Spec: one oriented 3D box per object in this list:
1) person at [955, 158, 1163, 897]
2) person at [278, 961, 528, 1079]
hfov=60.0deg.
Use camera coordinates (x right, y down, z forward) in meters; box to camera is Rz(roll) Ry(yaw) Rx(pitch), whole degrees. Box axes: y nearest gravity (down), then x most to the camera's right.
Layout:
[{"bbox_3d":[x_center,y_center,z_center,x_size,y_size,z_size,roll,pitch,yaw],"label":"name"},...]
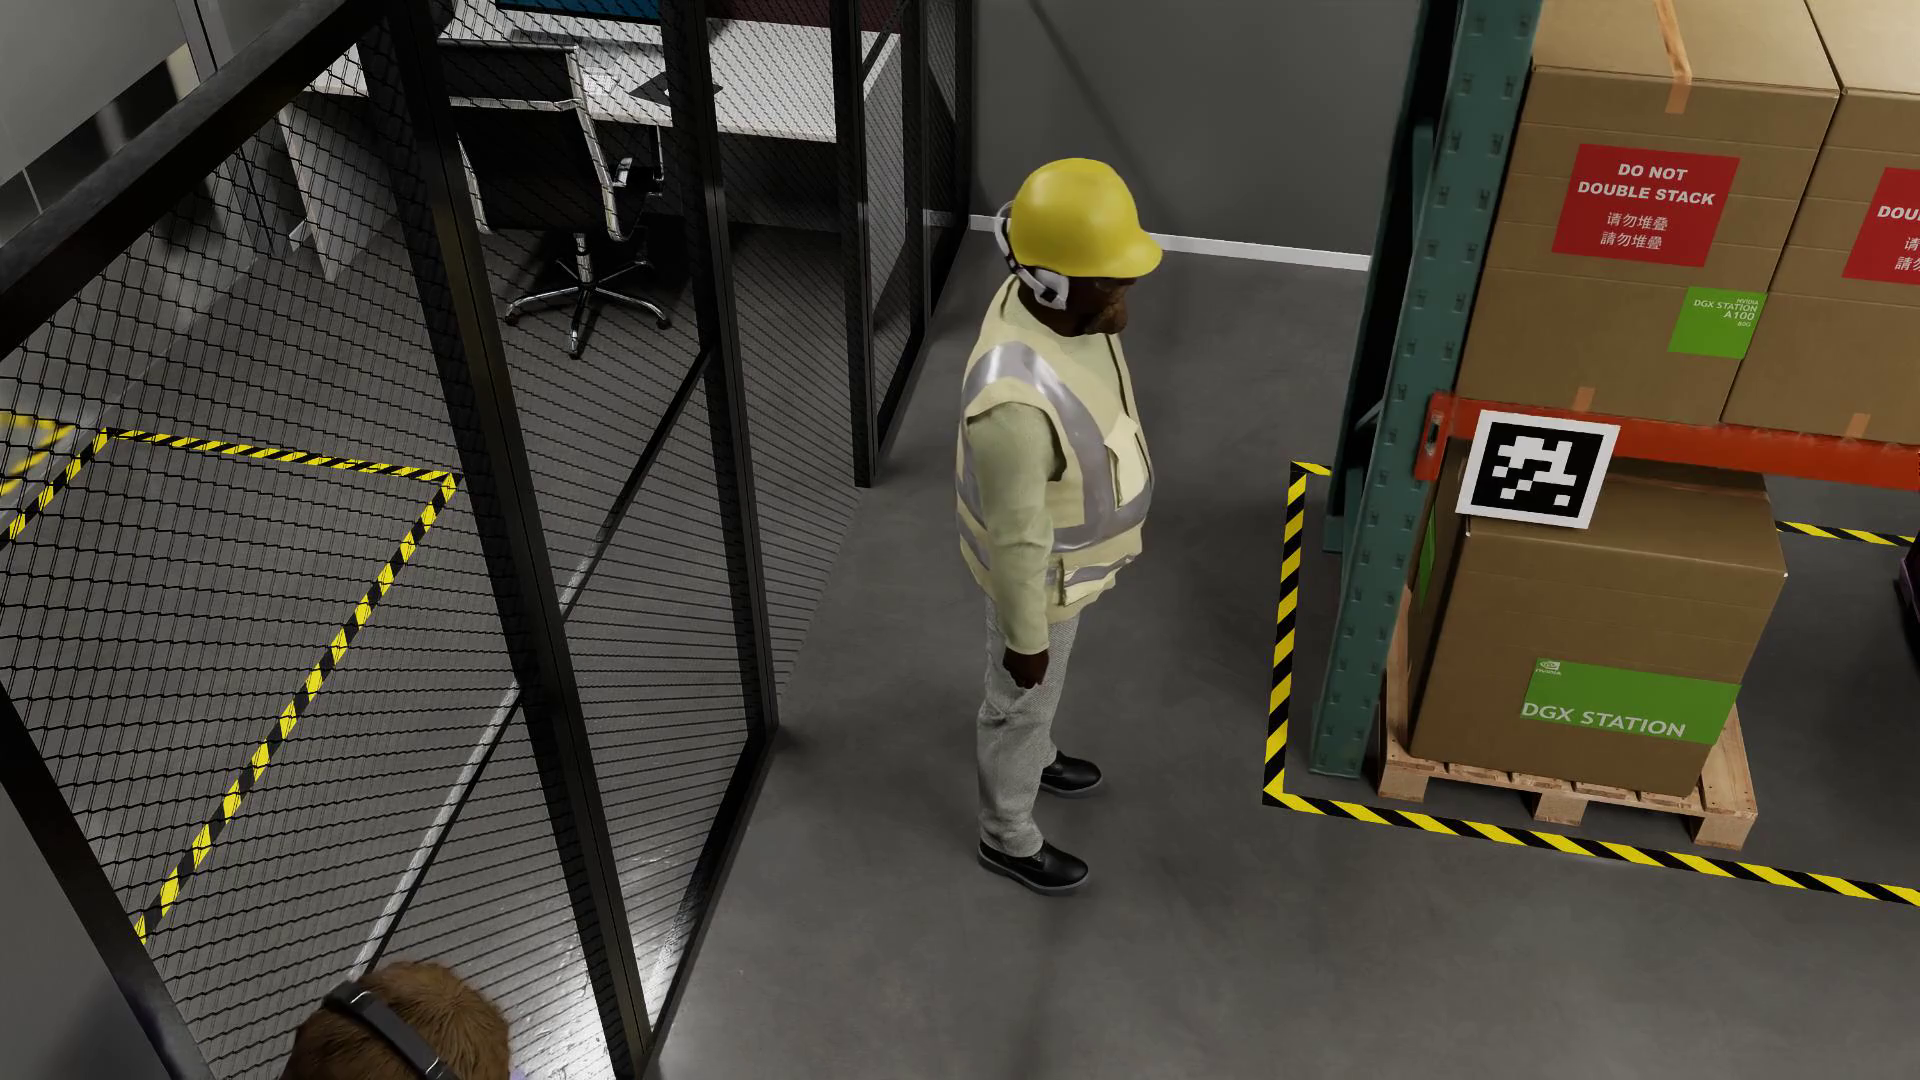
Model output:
[{"bbox_3d":[0.198,0.015,3.560,0.404,1.830,0.600,8,42,9],"label":"person"},{"bbox_3d":[-0.530,1.156,2.167,0.636,1.938,0.358,18,44,20],"label":"person"}]
